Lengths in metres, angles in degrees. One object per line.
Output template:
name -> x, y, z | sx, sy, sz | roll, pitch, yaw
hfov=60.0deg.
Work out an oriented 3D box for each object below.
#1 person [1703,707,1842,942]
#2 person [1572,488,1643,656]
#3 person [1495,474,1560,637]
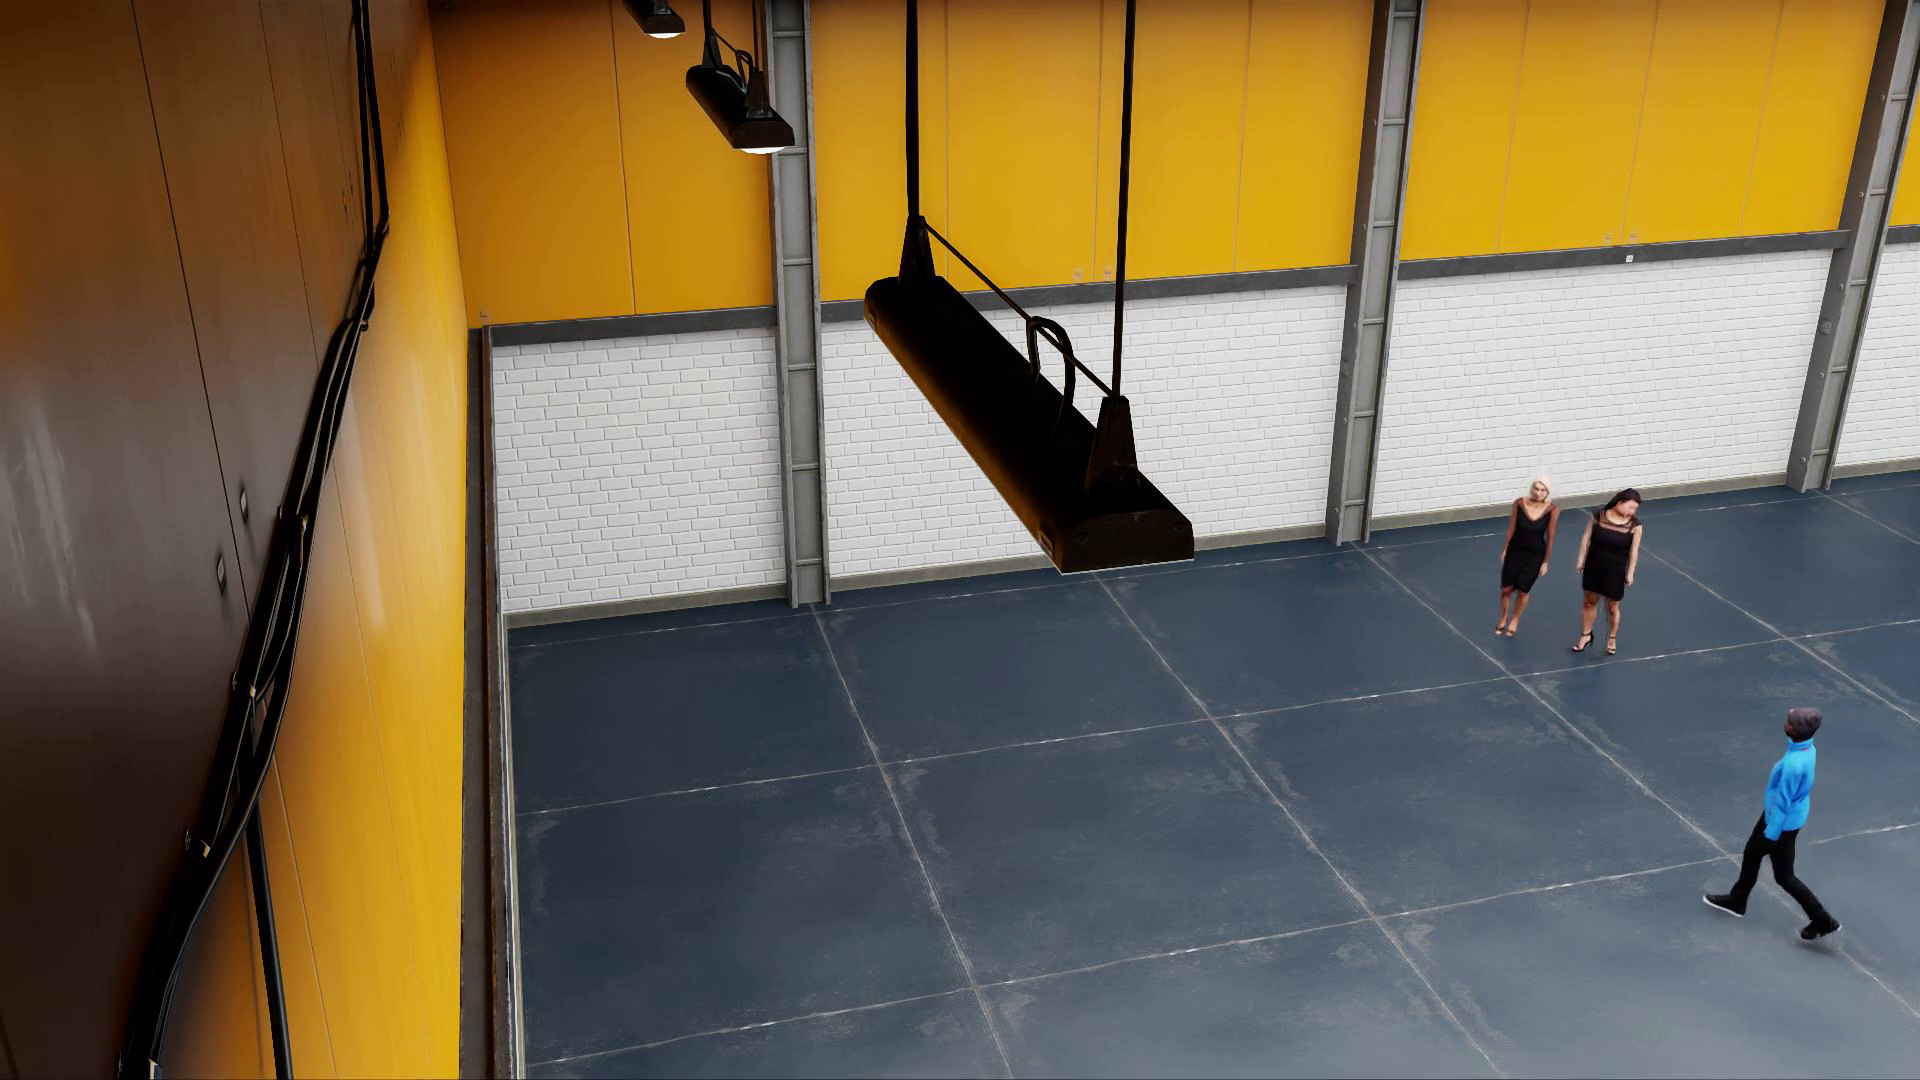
person -> 5.798, 1.993, 11.517 | 1.139, 1.766, 1.123 | 15, 28, 30
person -> 5.989, 0.288, 15.510 | 0.813, 1.693, 0.778 | -18, 29, -35
person -> 5.409, 0.130, 15.837 | 0.751, 1.721, 0.817 | 13, 27, 27
